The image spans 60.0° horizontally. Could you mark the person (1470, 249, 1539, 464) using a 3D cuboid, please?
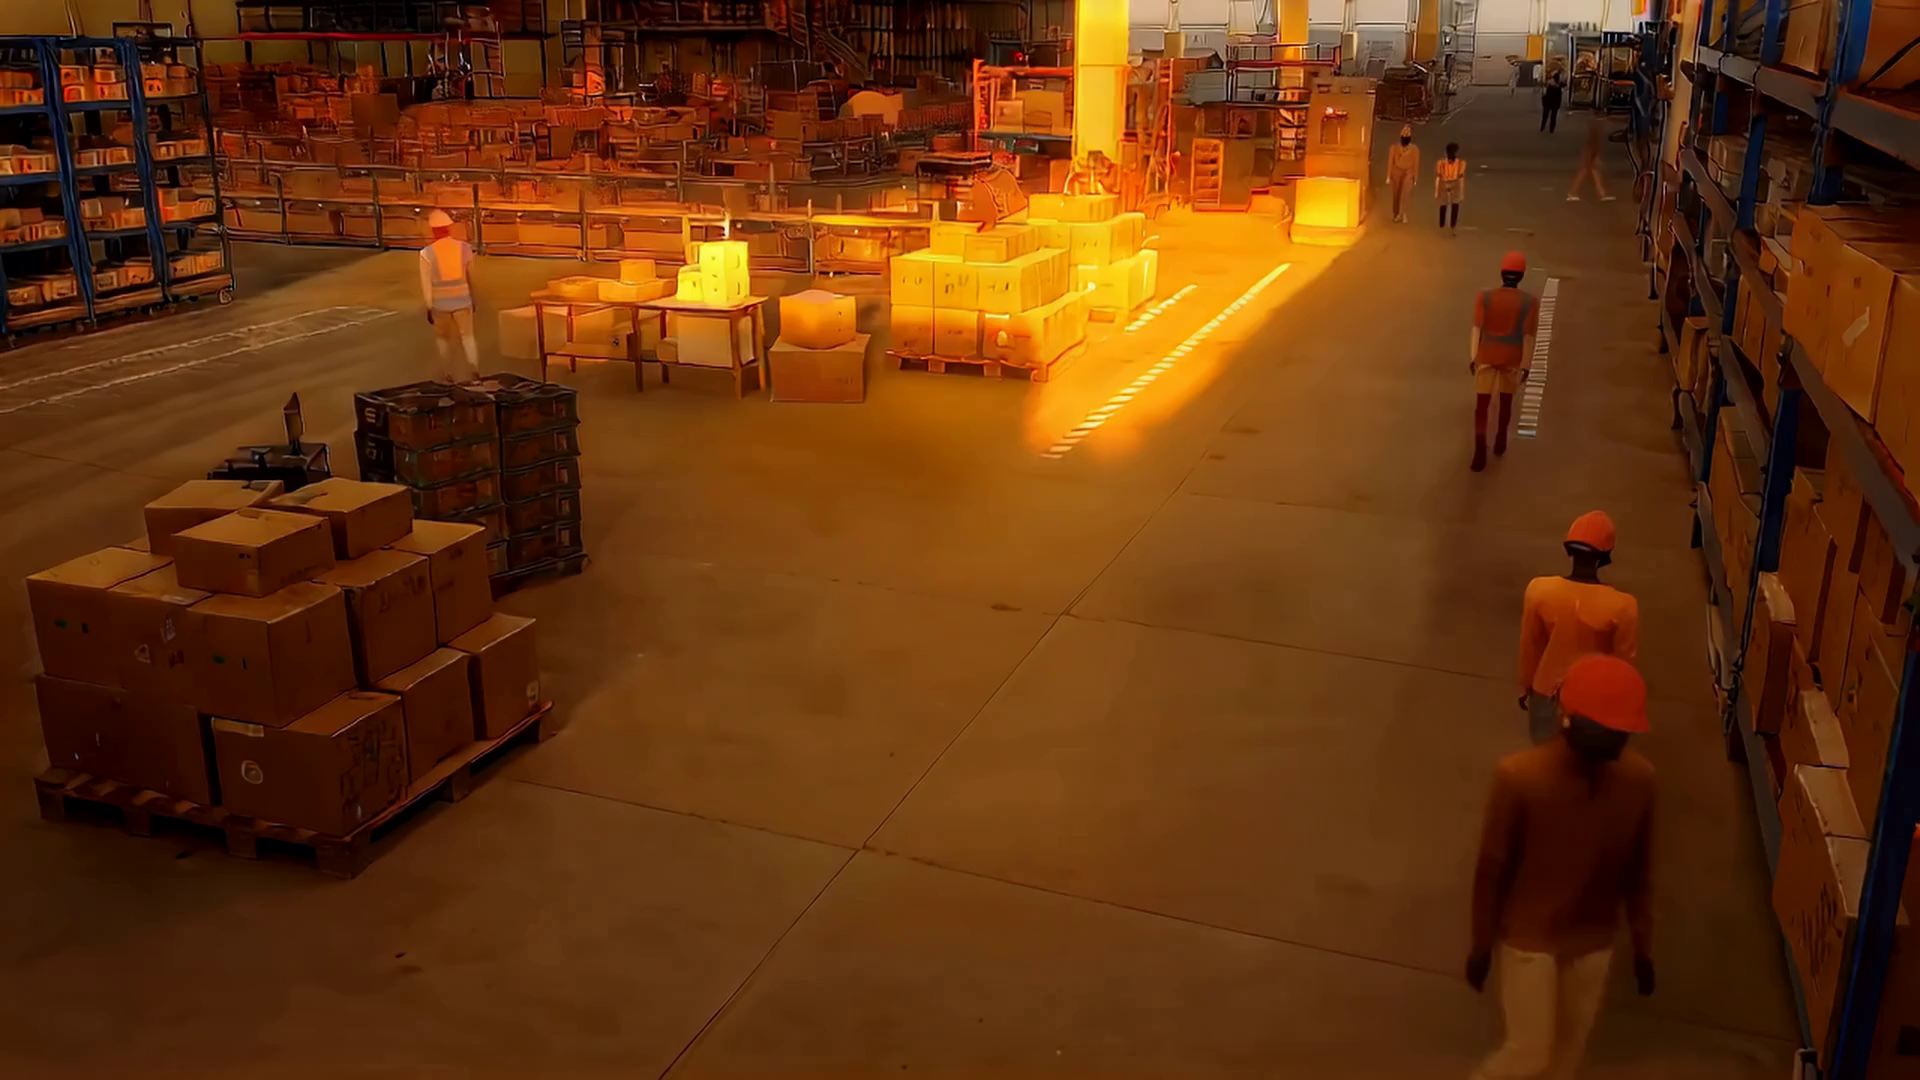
[{"bbox_3d":[4.842,-1.636,14.879,0.542,1.909,0.926,6,19,18],"label":"person"}]

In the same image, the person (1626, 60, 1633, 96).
[{"bbox_3d":[32.124,-22.100,79.533,0.569,1.694,0.321,-13,22,-36],"label":"person"}]

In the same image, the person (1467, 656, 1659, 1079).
[{"bbox_3d":[1.999,1.305,5.503,0.648,1.981,0.415,-5,18,-14],"label":"person"}]

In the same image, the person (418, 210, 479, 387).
[{"bbox_3d":[-5.389,-2.527,17.647,0.607,1.922,0.762,-11,21,-30],"label":"person"}]

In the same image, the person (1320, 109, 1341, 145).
[{"bbox_3d":[9.120,-9.789,40.977,0.512,1.615,0.589,13,22,35],"label":"person"}]

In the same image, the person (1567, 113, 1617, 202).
[{"bbox_3d":[13.494,-8.127,35.357,1.010,1.849,0.672,10,20,28],"label":"person"}]

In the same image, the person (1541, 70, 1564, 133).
[{"bbox_3d":[19.731,-14.596,55.380,0.679,2.000,0.537,2,18,6],"label":"person"}]

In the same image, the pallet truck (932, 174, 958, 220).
[{"bbox_3d":[-0.507,-5.292,27.348,0.653,1.274,1.630,6,19,19],"label":"pallet truck"}]

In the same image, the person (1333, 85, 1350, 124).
[{"bbox_3d":[12.156,-13.657,52.956,0.526,1.719,0.912,-7,19,-21],"label":"person"}]

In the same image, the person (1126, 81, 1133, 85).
[{"bbox_3d":[7.827,-21.377,76.962,1.051,1.877,0.639,5,18,15],"label":"person"}]

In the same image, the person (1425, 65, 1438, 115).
[{"bbox_3d":[18.228,-17.486,64.701,0.846,1.885,0.636,4,18,12],"label":"person"}]

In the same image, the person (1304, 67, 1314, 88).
[{"bbox_3d":[15.226,-20.090,73.015,0.530,1.806,0.878,-15,23,-39],"label":"person"}]

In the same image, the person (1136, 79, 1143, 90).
[{"bbox_3d":[7.112,-17.933,66.059,0.504,1.919,0.542,5,18,15],"label":"person"}]

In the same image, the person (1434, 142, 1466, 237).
[{"bbox_3d":[8.764,-6.270,29.802,0.546,1.686,0.399,4,18,11],"label":"person"}]

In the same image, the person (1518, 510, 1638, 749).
[{"bbox_3d":[2.840,0.719,7.704,0.524,1.770,0.315,12,21,34],"label":"person"}]

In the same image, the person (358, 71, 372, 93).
[{"bbox_3d":[-19.401,-14.254,54.303,0.385,2.041,0.615,-13,22,-35],"label":"person"}]

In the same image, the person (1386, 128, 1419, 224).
[{"bbox_3d":[8.486,-7.003,31.948,0.591,1.790,0.940,4,18,13],"label":"person"}]

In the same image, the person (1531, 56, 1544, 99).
[{"bbox_3d":[26.743,-21.384,76.924,0.605,1.906,0.557,-5,18,-16],"label":"person"}]

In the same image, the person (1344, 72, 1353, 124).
[{"bbox_3d":[13.692,-15.524,58.598,0.652,1.854,0.534,2,18,6],"label":"person"}]

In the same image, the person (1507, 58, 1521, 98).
[{"bbox_3d":[25.754,-21.469,77.326,0.647,1.824,0.442,-14,23,-38],"label":"person"}]

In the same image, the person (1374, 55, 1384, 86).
[{"bbox_3d":[21.590,-24.082,85.712,0.696,1.715,0.497,-12,21,-33],"label":"person"}]

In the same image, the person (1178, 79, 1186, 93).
[{"bbox_3d":[7.602,-15.010,57.268,0.560,1.666,0.563,4,18,12],"label":"person"}]

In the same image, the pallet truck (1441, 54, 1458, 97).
[{"bbox_3d":[22.765,-21.886,78.355,0.823,1.965,1.885,-4,18,-14],"label":"pallet truck"}]

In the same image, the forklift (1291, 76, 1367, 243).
[{"bbox_3d":[6.598,-6.755,29.381,1.129,2.768,1.873,6,19,19],"label":"forklift"}]

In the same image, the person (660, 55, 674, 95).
[{"bbox_3d":[-14.196,-22.557,80.660,0.627,1.868,0.477,1,18,4],"label":"person"}]
